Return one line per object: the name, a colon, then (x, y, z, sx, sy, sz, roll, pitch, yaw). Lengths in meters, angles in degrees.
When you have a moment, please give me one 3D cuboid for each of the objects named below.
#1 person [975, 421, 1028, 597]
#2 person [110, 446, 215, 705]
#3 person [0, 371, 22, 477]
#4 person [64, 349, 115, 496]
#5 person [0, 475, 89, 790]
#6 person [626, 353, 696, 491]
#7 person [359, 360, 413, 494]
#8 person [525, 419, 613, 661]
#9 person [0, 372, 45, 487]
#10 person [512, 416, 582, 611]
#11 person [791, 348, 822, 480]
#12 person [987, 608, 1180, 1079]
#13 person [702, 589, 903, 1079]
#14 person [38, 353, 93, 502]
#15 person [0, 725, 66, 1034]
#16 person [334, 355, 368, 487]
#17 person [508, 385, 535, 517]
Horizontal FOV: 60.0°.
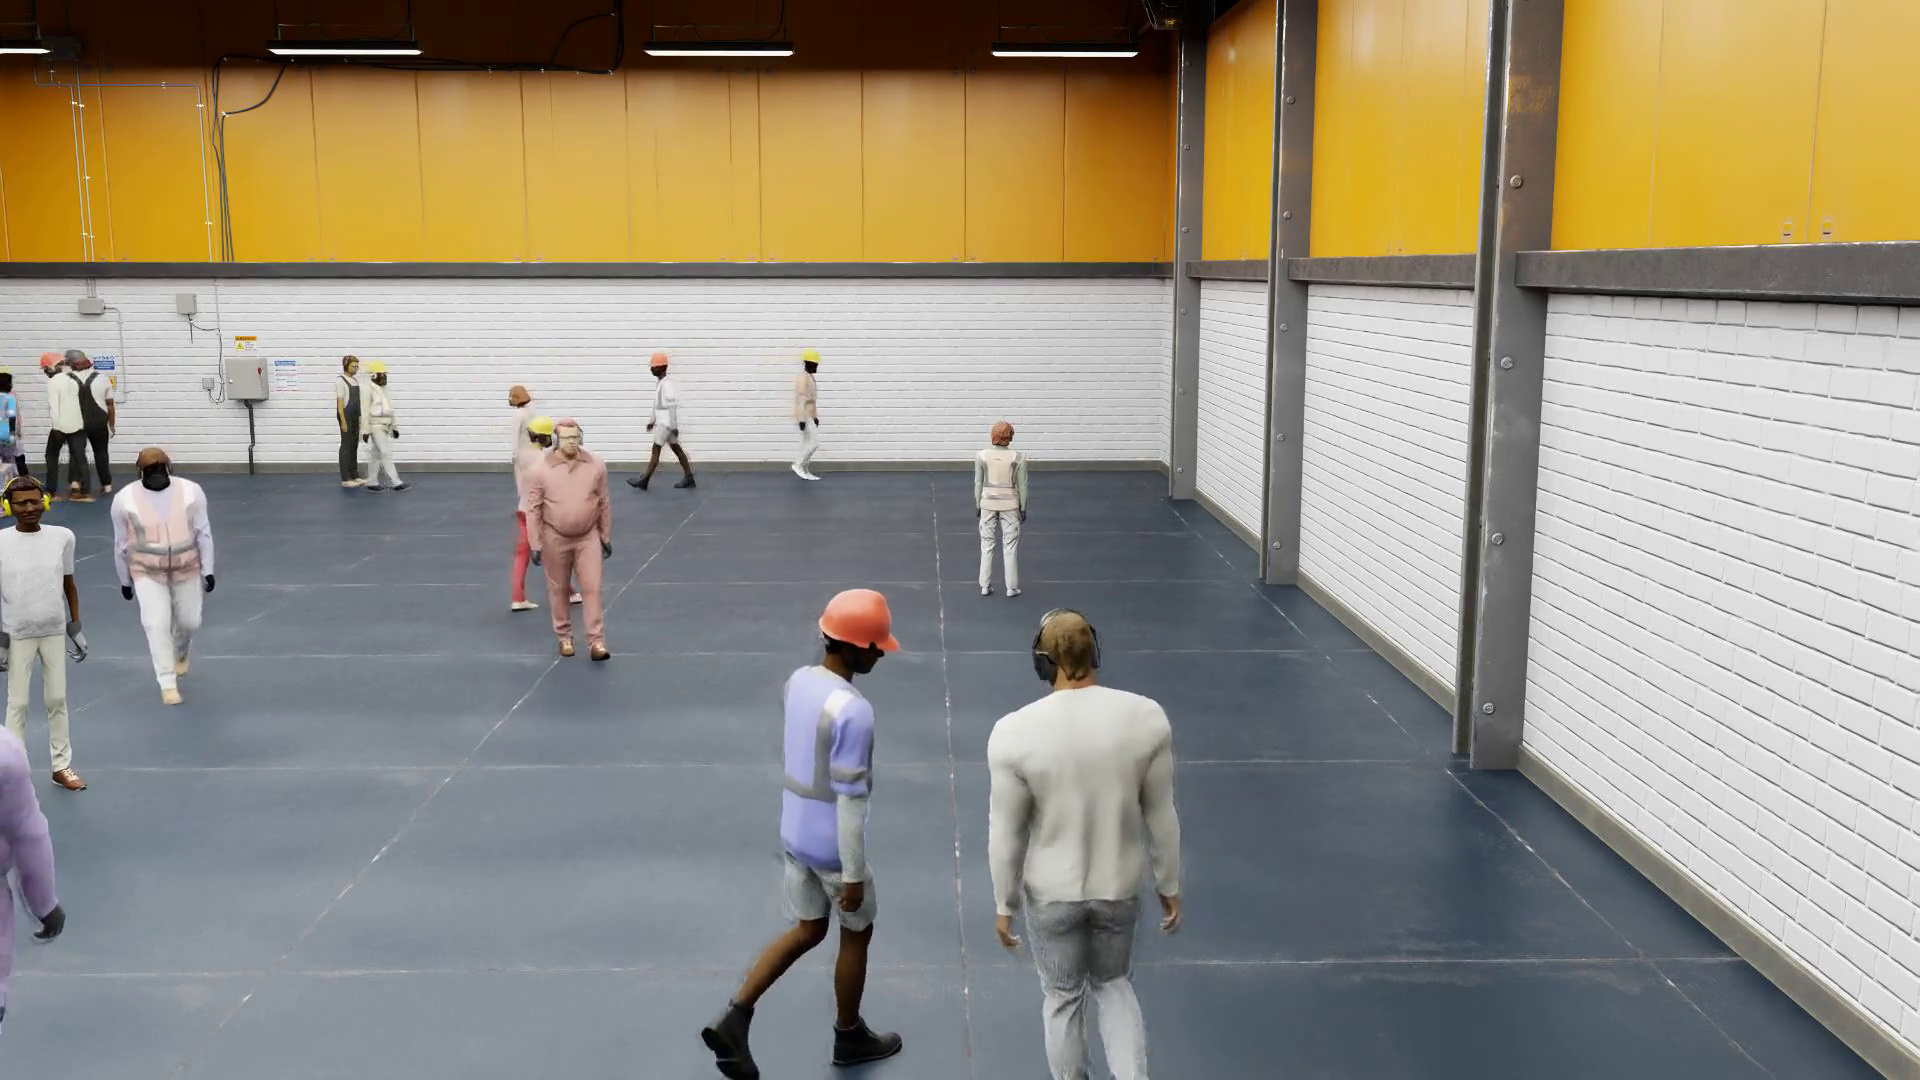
person: (0.380, -0.283, 15.417, 0.508, 1.629, 0.317, 2, 9, 12)
person: (-5.638, 0.220, 11.774, 0.625, 1.816, 0.715, -6, 11, -35)
person: (-12.943, -1.477, 22.474, 0.902, 1.720, 0.529, 2, 9, 13)
person: (-11.703, -1.607, 22.280, 0.707, 2.000, 0.918, -5, 10, -28)
person: (-5.305, 0.551, 9.574, 0.520, 1.871, 0.335, -9, 13, -44)
person: (-4.095, -1.621, 22.839, 0.978, 1.884, 0.557, -2, 10, -15)
person: (-7.699, -1.513, 22.413, 0.821, 1.801, 0.615, 1, 9, 7)
person: (-2.976, 0.018, 12.801, 0.673, 1.873, 0.876, -4, 10, -22)
person: (-12.635, -1.393, 22.104, 0.551, 1.654, 0.820, 3, 10, 20)
person: (-3.674, -0.242, 14.829, 0.816, 1.729, 0.548, -9, 13, -43)
person: (-2.158, -1.784, 23.781, 0.420, 1.907, 0.593, 0, 9, 2)
person: (0.421, 1.187, 5.563, 0.673, 1.911, 0.493, -2, 9, -12)
person: (-0.565, 1.112, 6.113, 0.773, 1.891, 0.561, -6, 11, -33)
person: (-11.757, -1.465, 21.688, 0.895, 1.942, 0.629, 2, 9, 11)
person: (-3.334, 1.233, 5.400, 0.643, 1.871, 0.928, -1, 9, -6)
person: (-8.503, -1.658, 23.209, 0.343, 1.840, 0.506, 1, 9, 6)
person: (-5.306, -1.081, 20.308, 0.403, 1.618, 0.529, 2, 9, 11)
